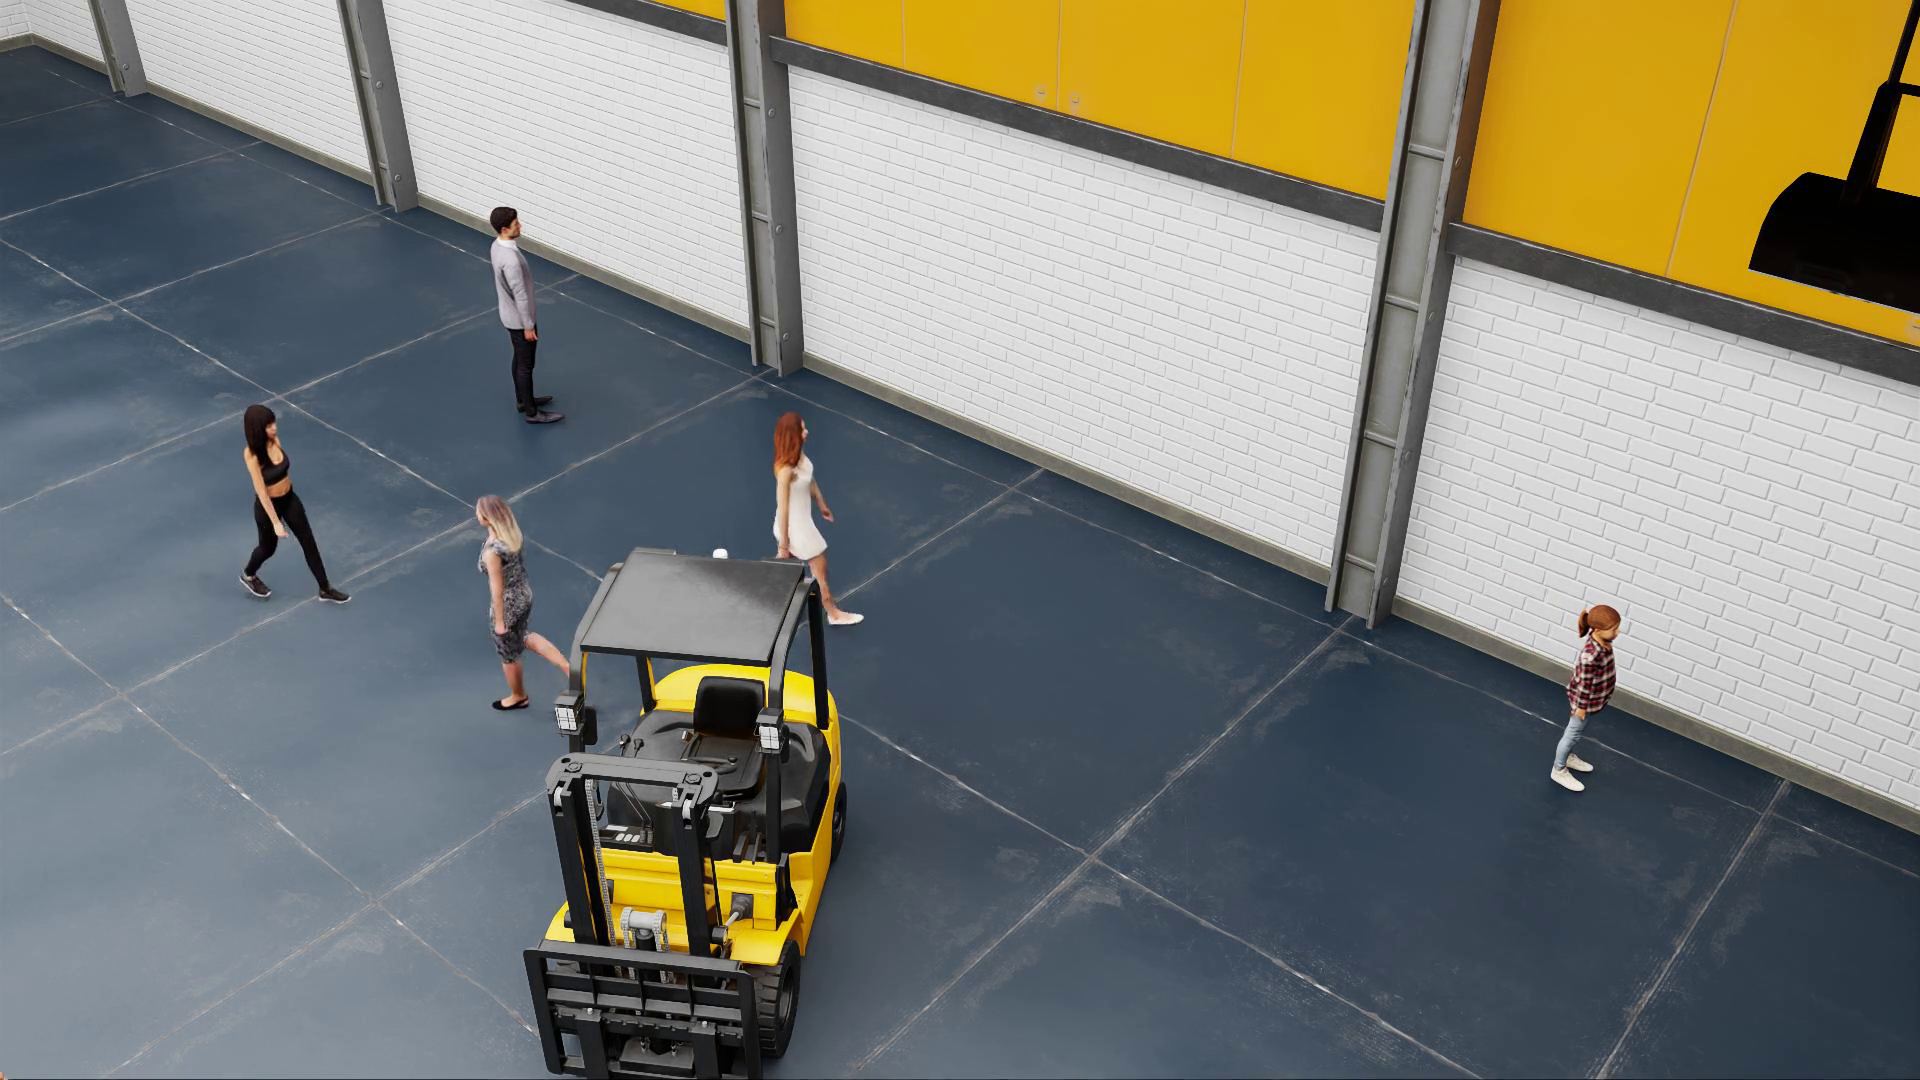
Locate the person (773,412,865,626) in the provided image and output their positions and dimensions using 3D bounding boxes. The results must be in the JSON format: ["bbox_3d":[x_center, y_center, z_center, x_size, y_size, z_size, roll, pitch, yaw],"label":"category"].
[{"bbox_3d":[-1.238,-0.138,11.634,1.041,1.683,0.904,2,34,3],"label":"person"}]

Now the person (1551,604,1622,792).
[{"bbox_3d":[3.891,0.948,10.341,0.550,1.306,0.546,20,39,27],"label":"person"}]

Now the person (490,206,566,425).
[{"bbox_3d":[-3.748,-1.917,14.095,0.888,1.921,0.726,-15,36,-21],"label":"person"}]

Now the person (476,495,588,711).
[{"bbox_3d":[-2.809,0.446,10.750,0.999,1.689,0.843,5,34,8],"label":"person"}]

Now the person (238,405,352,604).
[{"bbox_3d":[-4.934,-0.219,11.822,1.151,1.610,0.839,10,35,15],"label":"person"}]
